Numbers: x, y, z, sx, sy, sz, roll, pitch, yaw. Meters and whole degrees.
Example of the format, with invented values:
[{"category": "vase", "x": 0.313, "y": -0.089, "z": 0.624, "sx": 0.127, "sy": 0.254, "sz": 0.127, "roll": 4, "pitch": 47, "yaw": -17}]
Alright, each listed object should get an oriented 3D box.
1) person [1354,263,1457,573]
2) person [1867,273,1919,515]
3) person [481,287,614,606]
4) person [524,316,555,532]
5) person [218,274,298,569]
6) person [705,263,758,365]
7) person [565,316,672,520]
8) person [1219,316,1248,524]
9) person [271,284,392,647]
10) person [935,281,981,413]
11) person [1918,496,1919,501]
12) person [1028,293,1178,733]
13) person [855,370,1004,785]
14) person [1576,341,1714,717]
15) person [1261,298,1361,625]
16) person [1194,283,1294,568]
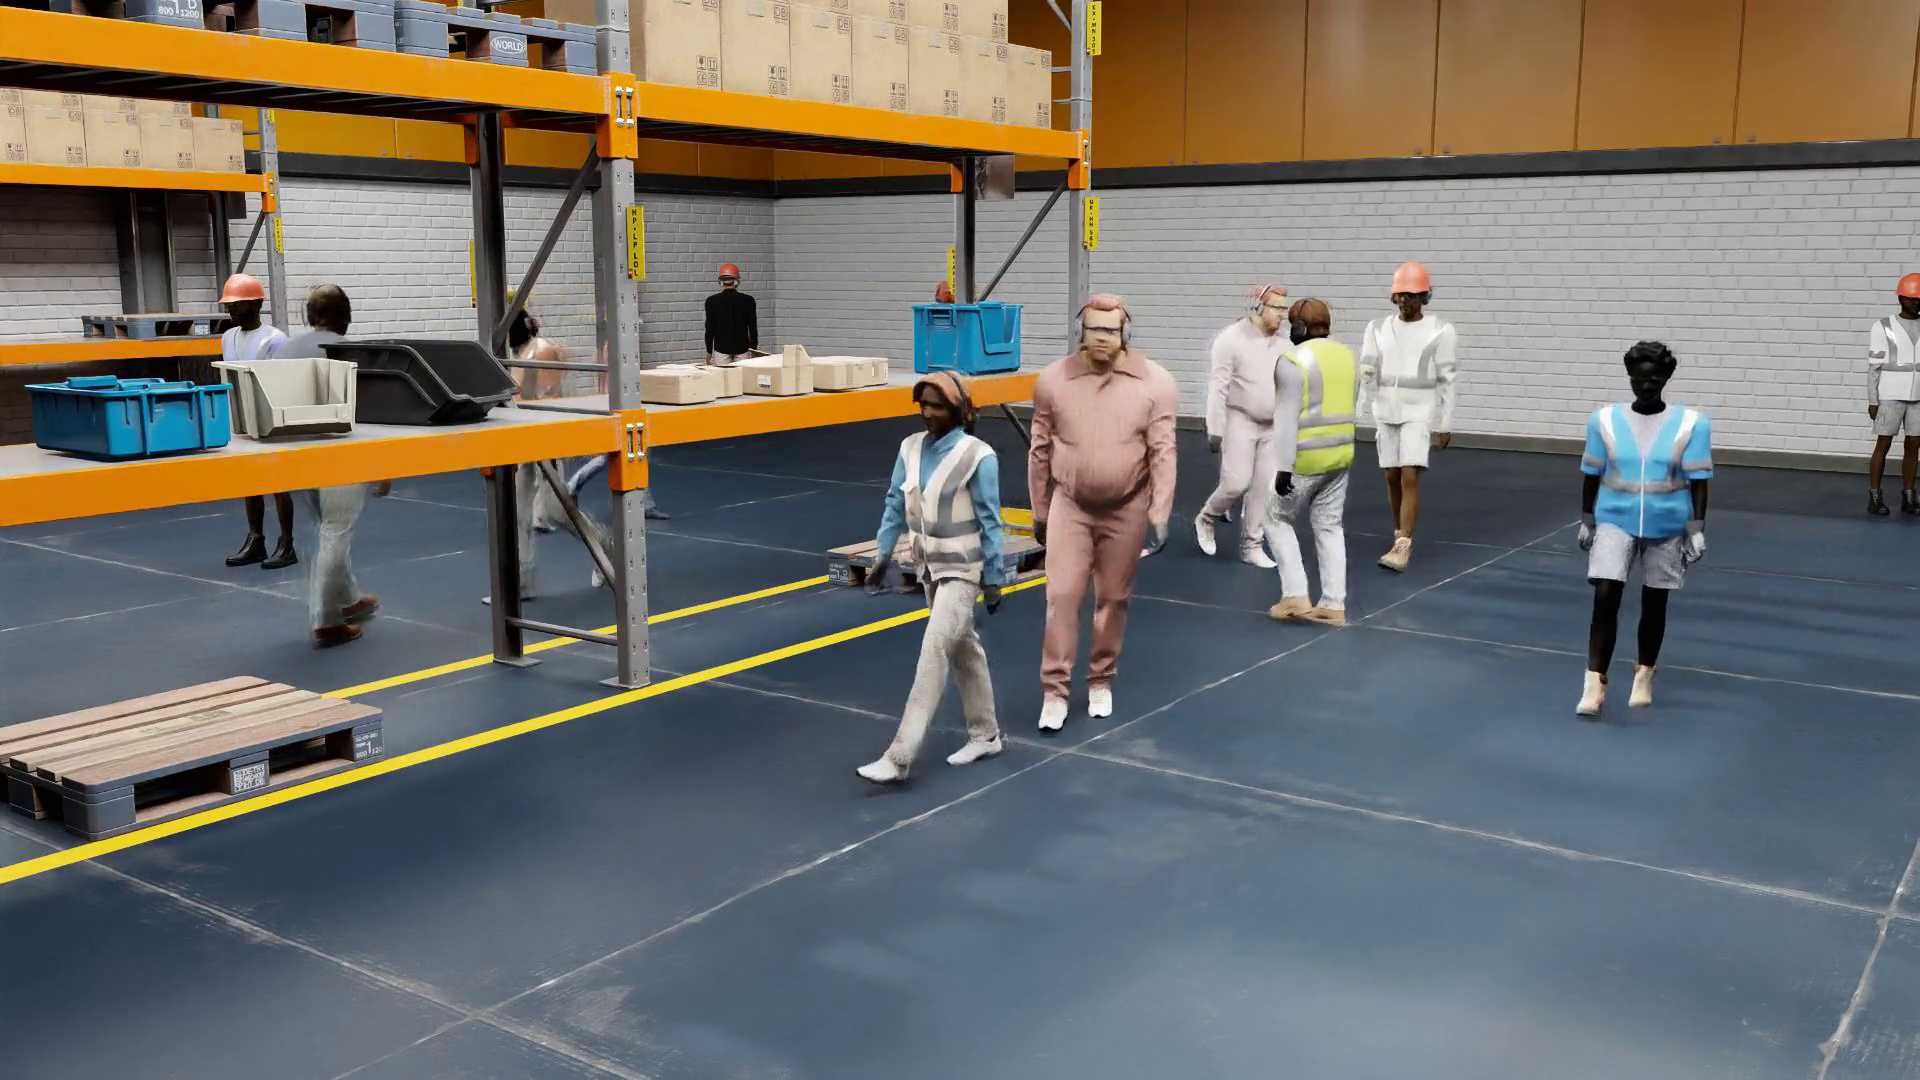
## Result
[{"category": "person", "x": 2.880, "y": -0.802, "z": 10.920, "sx": 0.629, "sy": 2.004, "sz": 0.828, "roll": 7, "pitch": 12, "yaw": 37}, {"category": "person", "x": 7.516, "y": -1.150, "z": 13.239, "sx": 0.541, "sy": 1.931, "sz": 0.376, "roll": 1, "pitch": 10, "yaw": 6}, {"category": "person", "x": -2.477, "y": -0.577, "z": 9.964, "sx": 0.639, "sy": 1.874, "sz": 0.884, "roll": 8, "pitch": 13, "yaw": 40}, {"category": "person", "x": -3.237, "y": -0.849, "z": 12.335, "sx": 0.616, "sy": 1.625, "sz": 0.421, "roll": 1, "pitch": 10, "yaw": 7}, {"category": "person", "x": -4.641, "y": -0.771, "z": 10.938, "sx": 0.552, "sy": 1.935, "sz": 0.366, "roll": 4, "pitch": 10, "yaw": 21}, {"category": "person", "x": -2.657, "y": -2.206, "z": 19.323, "sx": 0.612, "sy": 1.991, "sz": 0.392, "roll": -2, "pitch": 10, "yaw": -13}, {"category": "person", "x": -2.707, "y": -1.006, "z": 12.951, "sx": 0.809, "sy": 1.726, "sz": 0.517, "roll": 2, "pitch": 10, "yaw": 11}, {"category": "person", "x": 2.175, "y": -0.918, "z": 12.808, "sx": 0.523, "sy": 1.584, "sz": 0.856, "roll": 3, "pitch": 10, "yaw": 18}, {"category": "person", "x": -3.352, "y": -0.425, "z": 9.017, "sx": 0.645, "sy": 1.889, "sz": 0.939, "roll": 3, "pitch": 10, "yaw": 17}, {"category": "person", "x": -0.046, "y": -1.201, "z": 13.720, "sx": 0.585, "sy": 1.867, "sz": 0.719, "roll": -4, "pitch": 10, "yaw": -23}, {"category": "person", "x": 8.283, "y": -1.193, "z": 13.803, "sx": 0.650, "sy": 1.823, "sz": 0.432, "roll": -4, "pitch": 10, "yaw": -23}, {"category": "person", "x": 0.602, "y": -0.107, "z": 7.149, "sx": 0.648, "sy": 1.879, "sz": 0.782, "roll": 1, "pitch": 10, "yaw": 5}, {"category": "person", "x": -0.127, "y": 0.153, "z": 6.435, "sx": 0.854, "sy": 1.596, "sz": 0.524, "roll": -7, "pitch": 12, "yaw": -36}, {"category": "person", "x": 2.998, "y": -0.032, "z": 7.325, "sx": 0.553, "sy": 1.662, "sz": 0.753, "roll": 4, "pitch": 10, "yaw": 24}, {"category": "person", "x": 1.939, "y": -0.425, "z": 9.239, "sx": 0.691, "sy": 1.820, "sz": 0.504, "roll": -8, "pitch": 12, "yaw": -38}, {"category": "person", "x": 1.915, "y": -0.756, "z": 11.031, "sx": 0.662, "sy": 1.882, "sz": 0.554, "roll": -5, "pitch": 11, "yaw": -27}]
